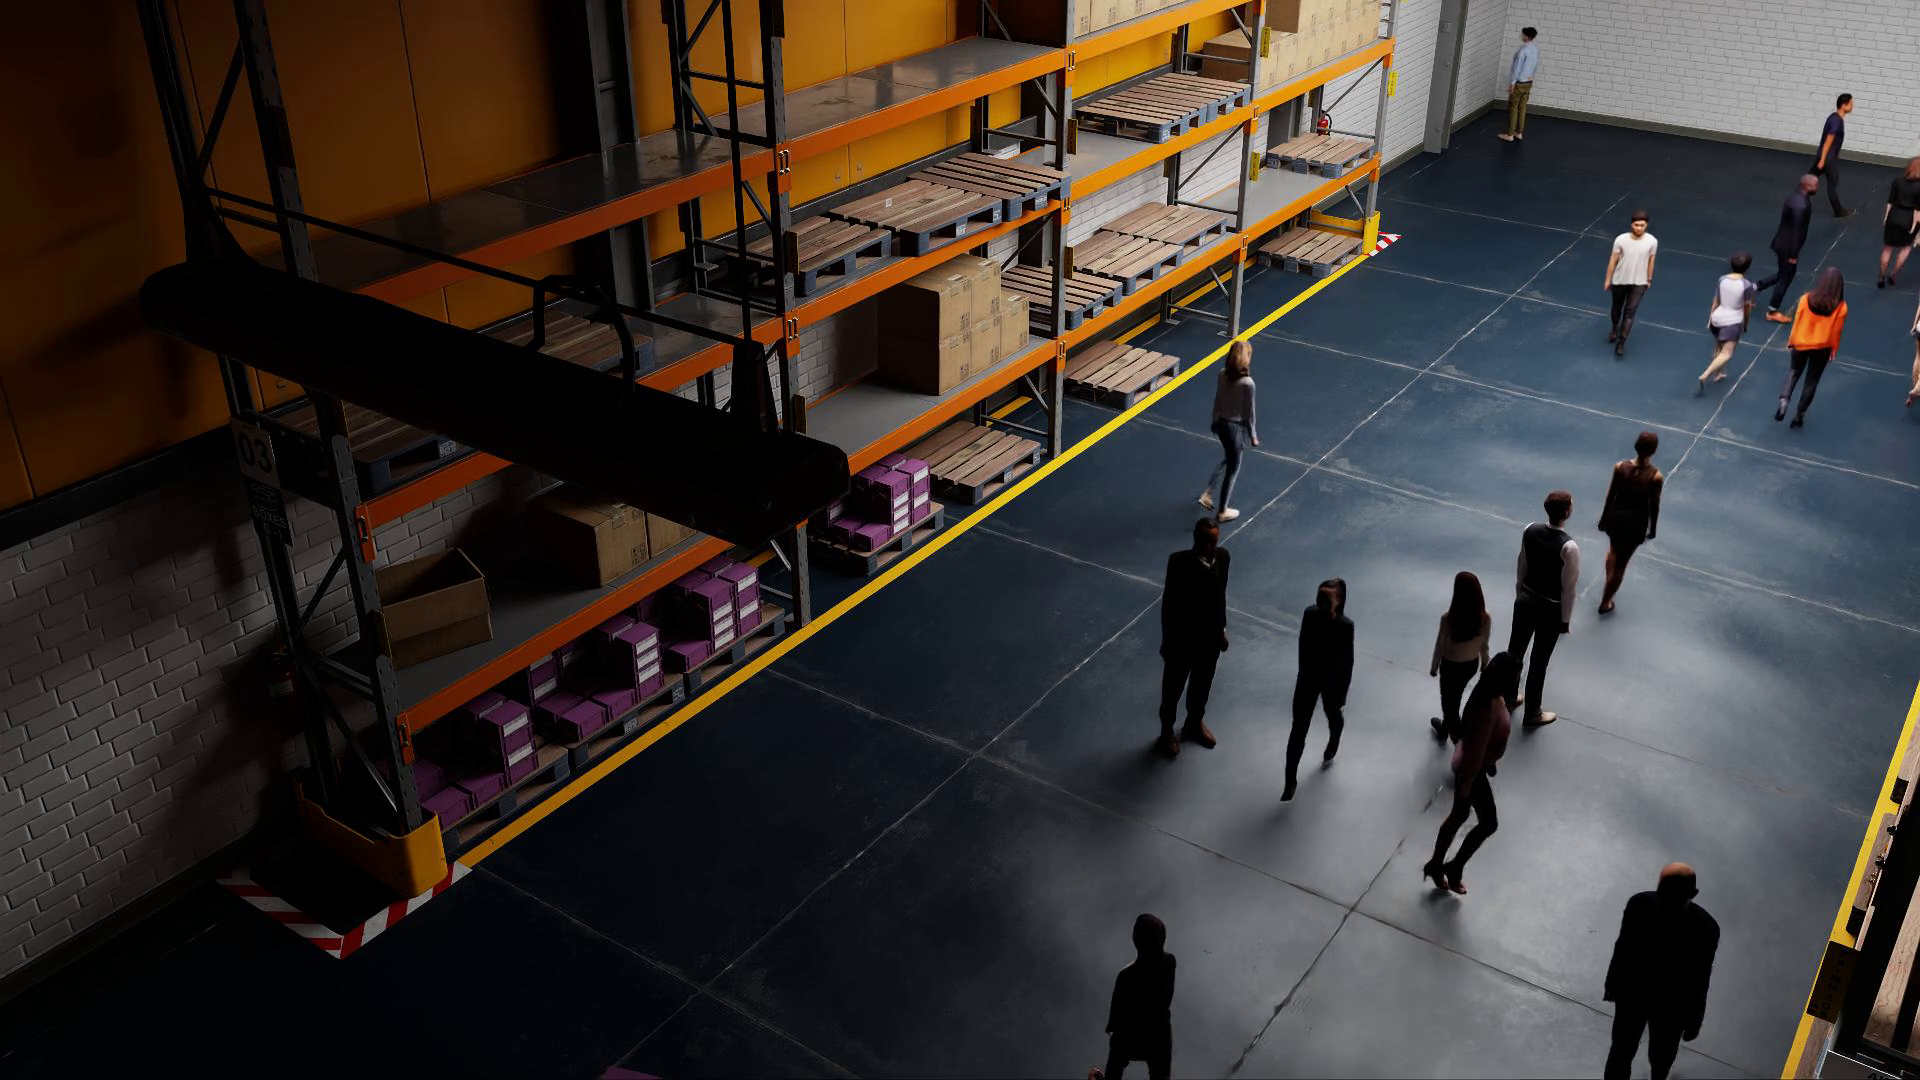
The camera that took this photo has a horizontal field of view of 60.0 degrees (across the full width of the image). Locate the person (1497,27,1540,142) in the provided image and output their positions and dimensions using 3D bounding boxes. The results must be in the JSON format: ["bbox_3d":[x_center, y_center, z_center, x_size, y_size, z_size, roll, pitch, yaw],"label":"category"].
[{"bbox_3d":[9.167,-7.460,27.185,0.638,1.808,0.813,-16,32,-27],"label":"person"}]

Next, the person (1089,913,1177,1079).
[{"bbox_3d":[1.030,2.686,8.889,1.074,1.517,0.963,-13,31,-22],"label":"person"}]

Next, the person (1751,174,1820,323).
[{"bbox_3d":[9.833,-3.505,19.939,0.854,1.803,0.860,12,31,21],"label":"person"}]

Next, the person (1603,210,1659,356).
[{"bbox_3d":[7.739,-3.020,19.197,0.788,1.664,1.104,12,31,20],"label":"person"}]

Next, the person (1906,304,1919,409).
[{"bbox_3d":[10.321,-2.201,17.647,0.683,1.709,1.004,23,36,36],"label":"person"}]

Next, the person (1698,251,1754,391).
[{"bbox_3d":[8.348,-2.366,18.124,1.012,1.542,0.779,-17,33,-28],"label":"person"}]

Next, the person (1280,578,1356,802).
[{"bbox_3d":[2.609,1.009,11.816,0.603,1.659,1.082,17,33,29],"label":"person"}]

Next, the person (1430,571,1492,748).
[{"bbox_3d":[3.652,0.966,12.107,0.931,1.456,1.013,-2,29,-5],"label":"person"}]

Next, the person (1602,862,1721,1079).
[{"bbox_3d":[3.808,2.447,9.046,0.689,1.785,0.966,20,35,33],"label":"person"}]

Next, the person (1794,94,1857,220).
[{"bbox_3d":[12.142,-5.403,23.486,0.878,1.738,1.111,12,31,20],"label":"person"}]

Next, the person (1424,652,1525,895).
[{"bbox_3d":[3.219,1.510,10.775,0.830,1.776,0.688,11,30,19],"label":"person"}]

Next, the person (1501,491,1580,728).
[{"bbox_3d":[4.350,0.494,12.468,0.707,1.938,0.734,-17,33,-28],"label":"person"}]

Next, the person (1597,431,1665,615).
[{"bbox_3d":[5.532,-0.119,13.883,0.645,1.658,0.829,24,37,36],"label":"person"}]

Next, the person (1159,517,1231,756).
[{"bbox_3d":[1.715,0.666,12.189,0.760,1.903,0.862,-10,30,-18],"label":"person"}]

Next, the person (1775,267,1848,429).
[{"bbox_3d":[8.759,-1.949,17.158,0.728,1.736,0.677,-25,38,-38],"label":"person"}]

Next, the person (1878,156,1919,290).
[{"bbox_3d":[11.772,-3.953,20.874,0.619,1.695,0.631,-25,37,-38],"label":"person"}]

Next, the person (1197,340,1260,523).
[{"bbox_3d":[2.419,-0.968,15.310,0.829,1.783,0.766,-13,31,-22],"label":"person"}]
